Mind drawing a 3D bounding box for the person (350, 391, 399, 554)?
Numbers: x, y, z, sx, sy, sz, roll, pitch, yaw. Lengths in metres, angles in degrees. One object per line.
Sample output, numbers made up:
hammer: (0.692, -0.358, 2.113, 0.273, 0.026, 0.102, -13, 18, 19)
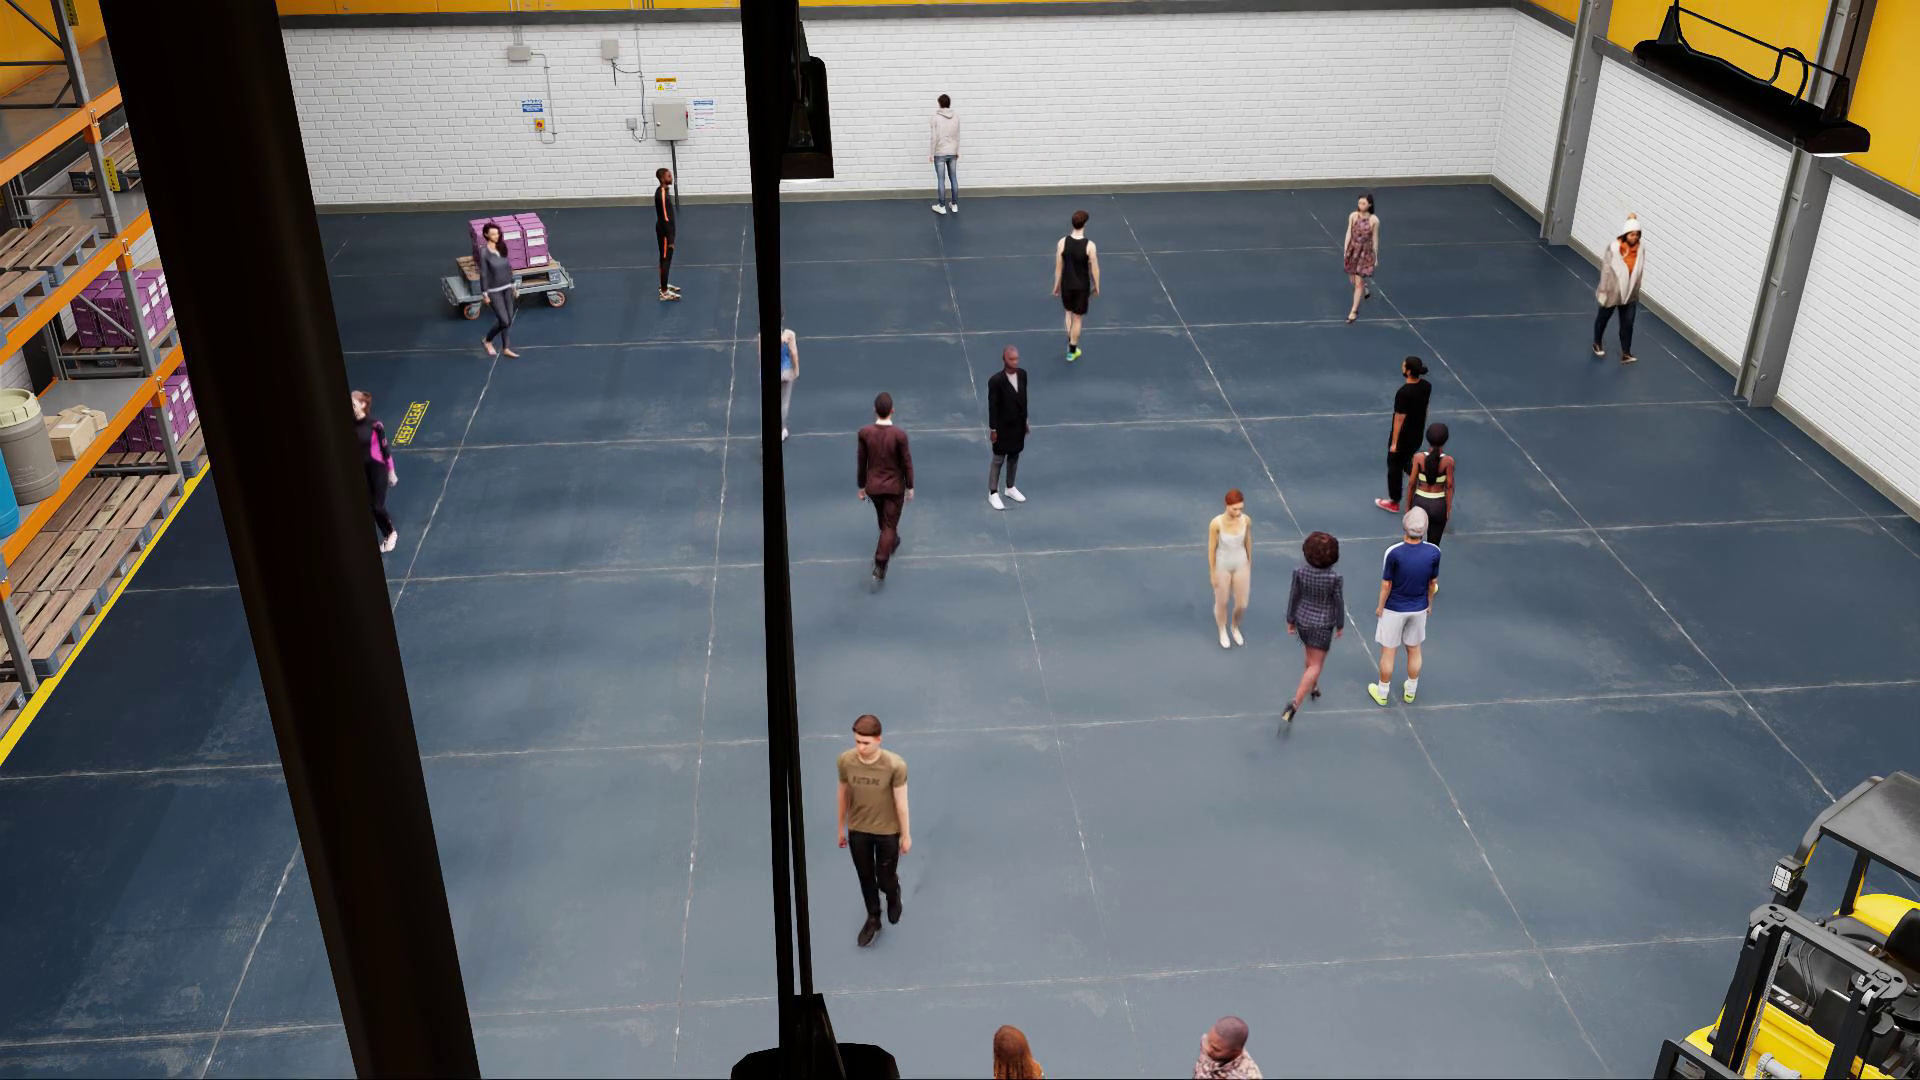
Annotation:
person: (-5.738, -0.693, 16.371, 0.678, 1.732, 0.713, 6, 29, 12)

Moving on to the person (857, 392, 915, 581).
person: (-0.724, -0.480, 15.870, 0.999, 1.837, 1.315, 8, 30, 14)

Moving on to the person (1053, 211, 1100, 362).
person: (1.411, -3.129, 20.690, 0.908, 1.872, 1.004, 10, 30, 18)

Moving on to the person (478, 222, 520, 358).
person: (-5.837, -3.132, 20.814, 0.833, 1.758, 0.773, 15, 32, 26)

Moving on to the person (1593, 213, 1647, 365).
person: (8.198, -3.174, 20.781, 0.733, 1.864, 1.035, -2, 29, -3)

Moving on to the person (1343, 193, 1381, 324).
person: (5.321, -3.741, 21.936, 0.959, 1.753, 1.046, 17, 33, 28)

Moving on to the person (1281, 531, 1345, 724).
person: (2.907, 0.767, 13.765, 0.994, 1.664, 1.102, 19, 34, 31)

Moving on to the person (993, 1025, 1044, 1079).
person: (0.339, 3.346, 8.989, 0.740, 1.709, 0.787, -24, 36, -36)

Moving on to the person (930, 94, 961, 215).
person: (-0.224, -6.064, 26.091, 0.743, 1.852, 0.711, -14, 32, -24)

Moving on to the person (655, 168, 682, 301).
person: (-4.031, -4.205, 22.737, 0.678, 1.801, 0.486, -4, 29, -7)

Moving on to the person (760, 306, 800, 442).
person: (-2.049, -1.843, 18.617, 0.634, 1.599, 0.653, 3, 29, 5)

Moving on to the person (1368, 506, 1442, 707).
person: (3.740, 0.559, 13.965, 0.623, 1.838, 0.527, -2, 29, -4)

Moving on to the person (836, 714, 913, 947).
person: (-0.556, 1.940, 11.431, 0.815, 1.840, 0.872, 8, 30, 15)

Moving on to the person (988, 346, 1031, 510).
person: (0.497, -1.196, 17.262, 0.734, 1.761, 0.740, -20, 34, -32)

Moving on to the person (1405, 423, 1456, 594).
person: (4.382, -0.271, 15.573, 0.634, 1.755, 0.633, 9, 30, 17)

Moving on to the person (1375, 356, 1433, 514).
person: (4.620, -1.023, 16.966, 0.901, 1.741, 0.992, -23, 36, -36)

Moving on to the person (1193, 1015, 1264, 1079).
person: (1.430, 3.250, 9.062, 0.827, 1.810, 0.681, -14, 32, -24)

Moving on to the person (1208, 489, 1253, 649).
person: (2.375, 0.214, 14.825, 0.585, 1.620, 0.553, -6, 29, -10)
